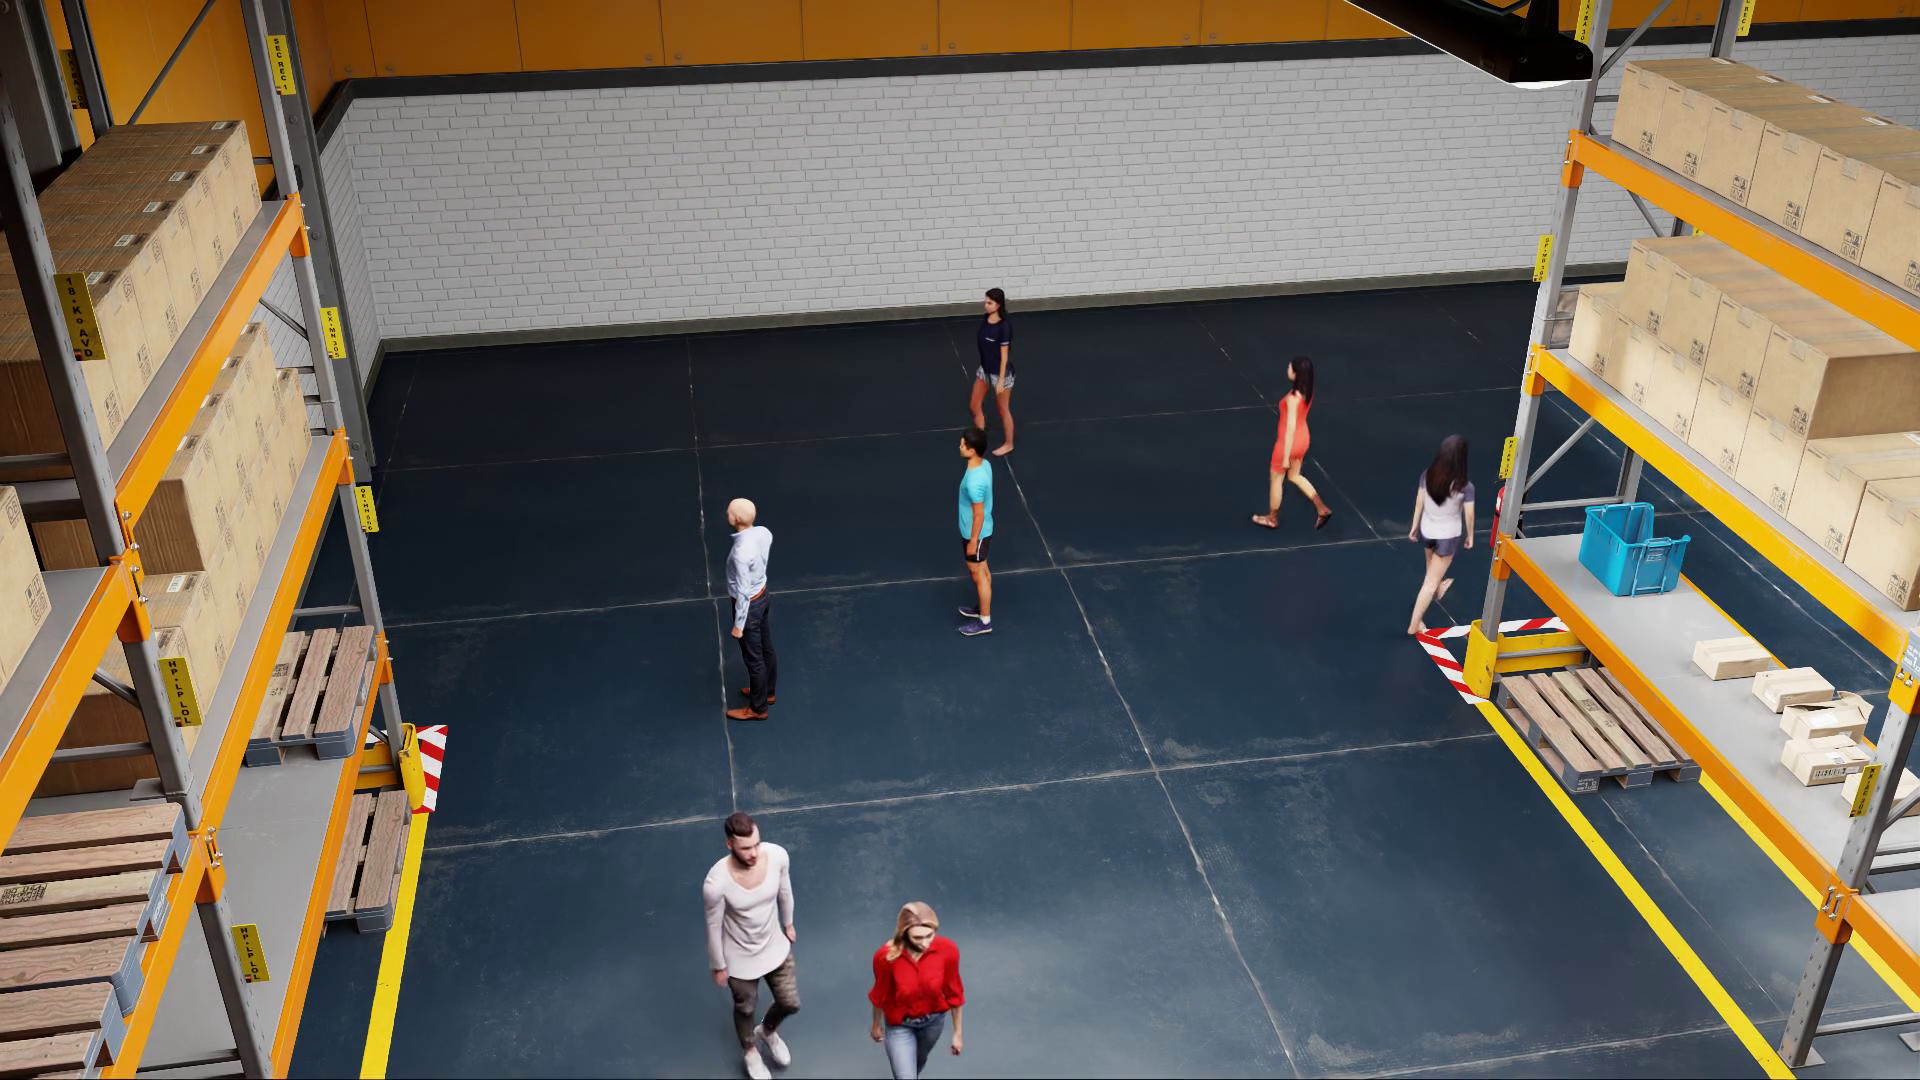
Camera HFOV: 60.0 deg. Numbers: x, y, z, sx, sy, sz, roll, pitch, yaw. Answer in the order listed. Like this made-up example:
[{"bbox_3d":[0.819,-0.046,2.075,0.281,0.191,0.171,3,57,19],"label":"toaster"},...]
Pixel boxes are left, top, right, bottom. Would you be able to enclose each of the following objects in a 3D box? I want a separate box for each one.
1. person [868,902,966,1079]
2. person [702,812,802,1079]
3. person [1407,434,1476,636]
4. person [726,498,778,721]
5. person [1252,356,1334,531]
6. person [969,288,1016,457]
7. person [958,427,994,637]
[{"bbox_3d":[-0.243,2.481,8.691,0.694,1.655,1.107,-7,29,-13],"label":"person"},{"bbox_3d":[-1.162,2.172,9.077,0.797,1.827,0.774,-18,33,-29],"label":"person"},{"bbox_3d":[3.778,-0.005,13.238,1.088,1.664,1.085,23,36,35],"label":"person"},{"bbox_3d":[-1.535,0.499,12.181,0.780,1.792,0.647,6,29,12],"label":"person"},{"bbox_3d":[3.006,-0.812,14.677,1.037,1.703,0.971,18,34,30],"label":"person"},{"bbox_3d":[0.419,-1.624,16.119,0.819,1.747,0.800,-18,33,-30],"label":"person"},{"bbox_3d":[0.142,-0.077,13.255,0.720,1.774,0.514,1,29,2],"label":"person"}]
